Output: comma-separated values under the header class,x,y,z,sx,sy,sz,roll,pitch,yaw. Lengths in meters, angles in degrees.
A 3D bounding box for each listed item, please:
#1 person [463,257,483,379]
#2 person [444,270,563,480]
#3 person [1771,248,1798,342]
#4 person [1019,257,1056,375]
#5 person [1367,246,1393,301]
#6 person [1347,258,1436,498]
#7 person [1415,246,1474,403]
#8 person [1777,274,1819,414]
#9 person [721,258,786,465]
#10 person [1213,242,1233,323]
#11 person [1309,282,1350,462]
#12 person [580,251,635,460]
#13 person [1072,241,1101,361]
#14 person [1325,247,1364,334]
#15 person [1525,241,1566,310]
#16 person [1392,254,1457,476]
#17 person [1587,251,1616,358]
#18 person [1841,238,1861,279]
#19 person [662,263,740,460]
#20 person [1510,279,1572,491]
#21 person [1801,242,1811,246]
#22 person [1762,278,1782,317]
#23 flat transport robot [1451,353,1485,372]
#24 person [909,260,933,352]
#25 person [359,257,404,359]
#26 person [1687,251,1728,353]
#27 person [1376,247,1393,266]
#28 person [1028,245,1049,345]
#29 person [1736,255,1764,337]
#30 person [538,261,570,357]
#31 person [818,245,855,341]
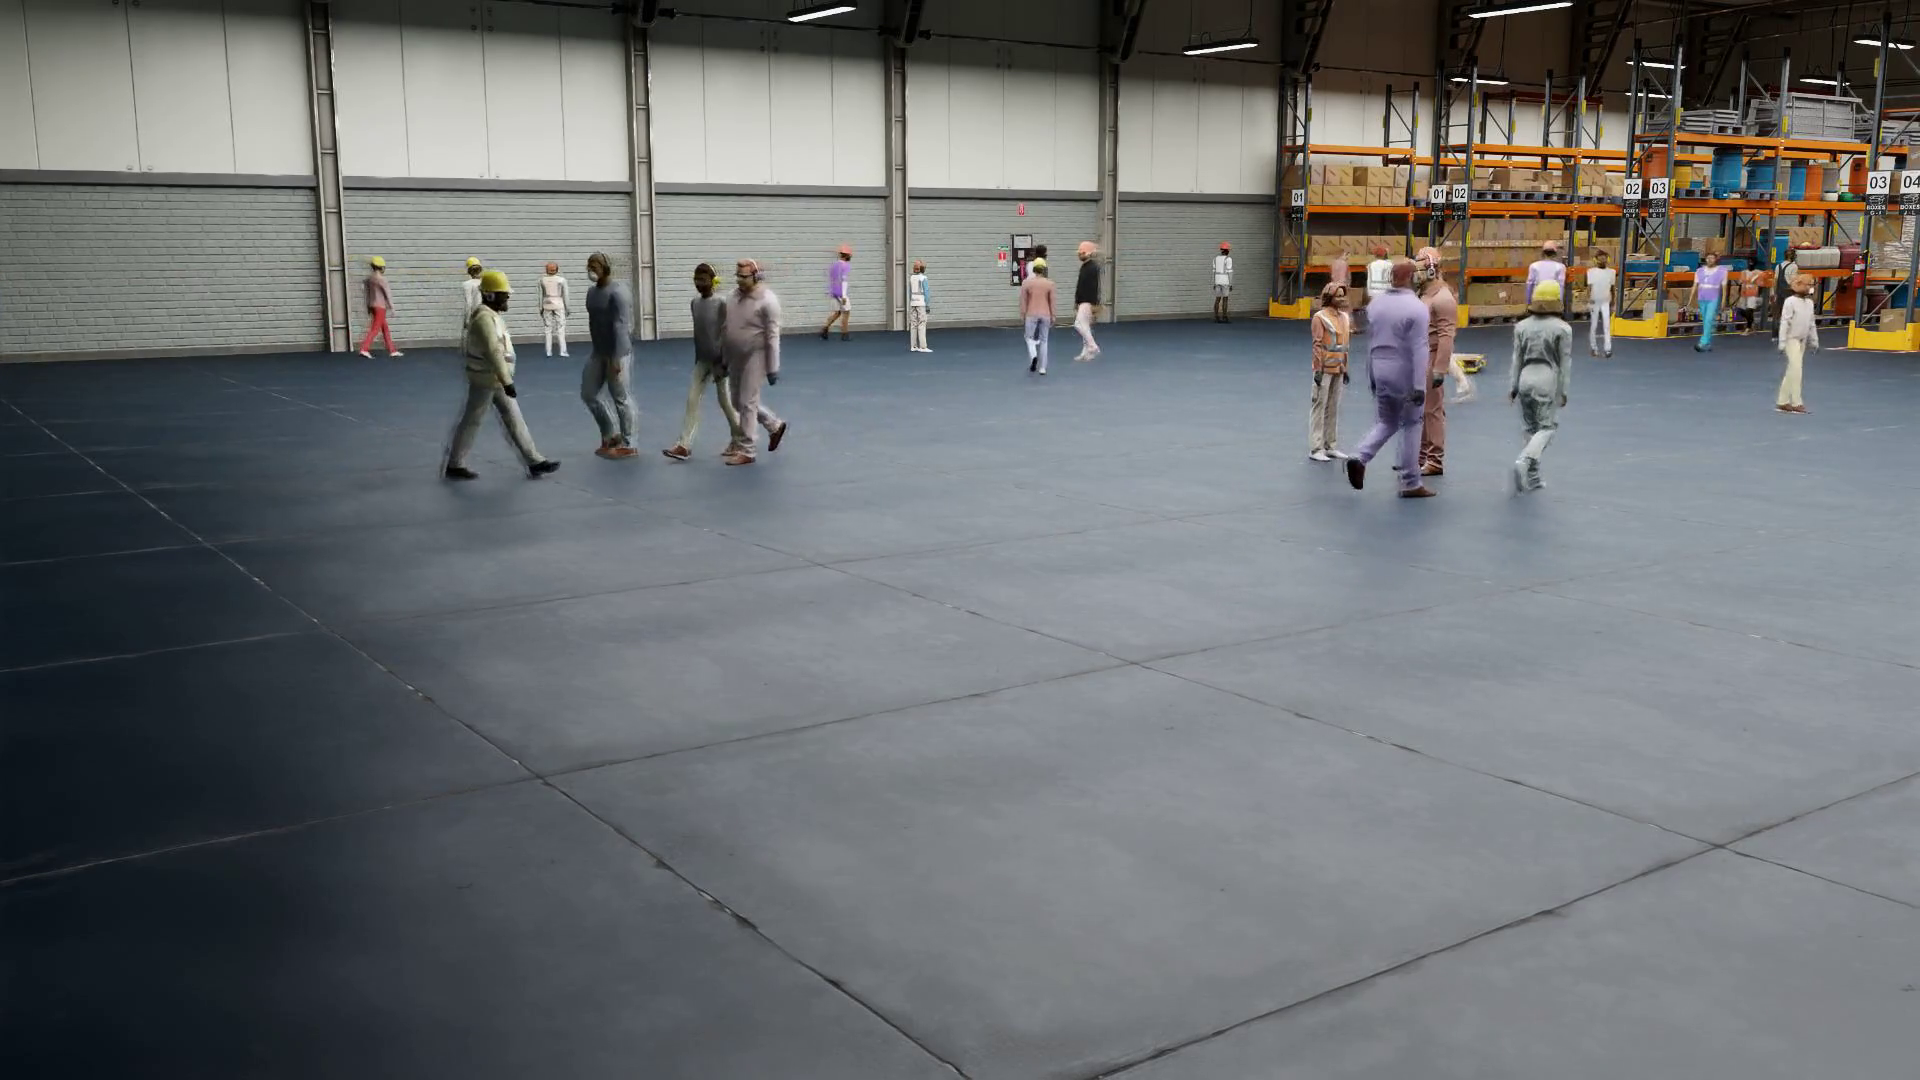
class,x,y,z,sx,sy,sz,roll,pitch,yaw
person,-6.965,-3.190,24.005,0.329,1.765,0.526,6,12,28
person,-3.938,-1.382,14.060,0.979,1.770,0.584,-1,10,-4
person,16.076,-4.759,32.389,0.324,1.842,0.514,-4,11,-22
person,1.165,-3.336,24.820,0.560,1.750,0.535,-1,10,-5
person,8.263,-4.817,32.603,0.497,1.874,0.616,-9,14,-41
person,3.415,-1.268,13.110,0.610,1.892,0.678,-6,12,-29
person,5.885,-2.641,20.522,1.031,1.948,0.591,3,11,15
person,9.835,-2.273,19.342,0.530,1.614,0.599,-7,12,-32
person,-1.858,-1.632,15.175,0.687,1.873,0.729,10,14,43
person,6.288,-6.133,39.662,0.375,1.935,0.551,-9,14,-41
person,3.417,-1.552,15.368,0.511,1.641,0.307,-10,14,-44
person,-3.235,-1.689,15.347,0.642,1.920,0.481,9,14,42
person,2.062,-3.932,27.505,0.447,1.979,0.618,-1,10,-8
person,8.021,-5.267,35.180,1.046,1.859,0.653,-2,10,-9
person,10.039,-4.127,28.538,0.625,1.999,1.034,4,11,19
person,4.012,-1.509,14.402,0.401,1.907,0.648,-2,10,-9
person,10.916,-3.997,28.290,0.498,1.810,0.978,2,10,9
person,25.037,-7.439,46.587,0.632,2.023,0.493,9,13,39
person,-2.355,-1.648,15.413,0.516,1.816,0.928,7,13,34
person,4.625,-1.223,13.356,0.678,1.724,0.488,-10,14,-43
person,21.339,-6.580,42.180,0.385,1.921,0.586,-6,12,-31
person,19.828,-6.244,40.359,0.897,1.909,0.560,-5,11,-23
flat transport robot,7.690,-2.744,25.656,0.652,0.197,1.431,4,11,23
person,-0.718,-4.170,29.719,0.306,1.640,0.522,-8,13,-39
person,-9.892,-3.946,28.261,0.540,1.722,0.908,8,13,36
person,13.309,-4.235,29.652,0.962,1.796,0.571,-8,13,-37
person,10.126,-6.069,39.654,0.765,1.803,0.616,-9,14,-42
person,1.551,-4.679,31.795,0.535,1.897,0.615,-5,12,-27
person,16.379,-5.057,34.435,0.465,1.684,0.549,-5,12,-27
person,-6.953,-3.948,28.503,0.522,1.638,0.310,0,10,2
person,-2.405,-4.850,32.751,0.727,1.905,0.575,-6,12,-30
